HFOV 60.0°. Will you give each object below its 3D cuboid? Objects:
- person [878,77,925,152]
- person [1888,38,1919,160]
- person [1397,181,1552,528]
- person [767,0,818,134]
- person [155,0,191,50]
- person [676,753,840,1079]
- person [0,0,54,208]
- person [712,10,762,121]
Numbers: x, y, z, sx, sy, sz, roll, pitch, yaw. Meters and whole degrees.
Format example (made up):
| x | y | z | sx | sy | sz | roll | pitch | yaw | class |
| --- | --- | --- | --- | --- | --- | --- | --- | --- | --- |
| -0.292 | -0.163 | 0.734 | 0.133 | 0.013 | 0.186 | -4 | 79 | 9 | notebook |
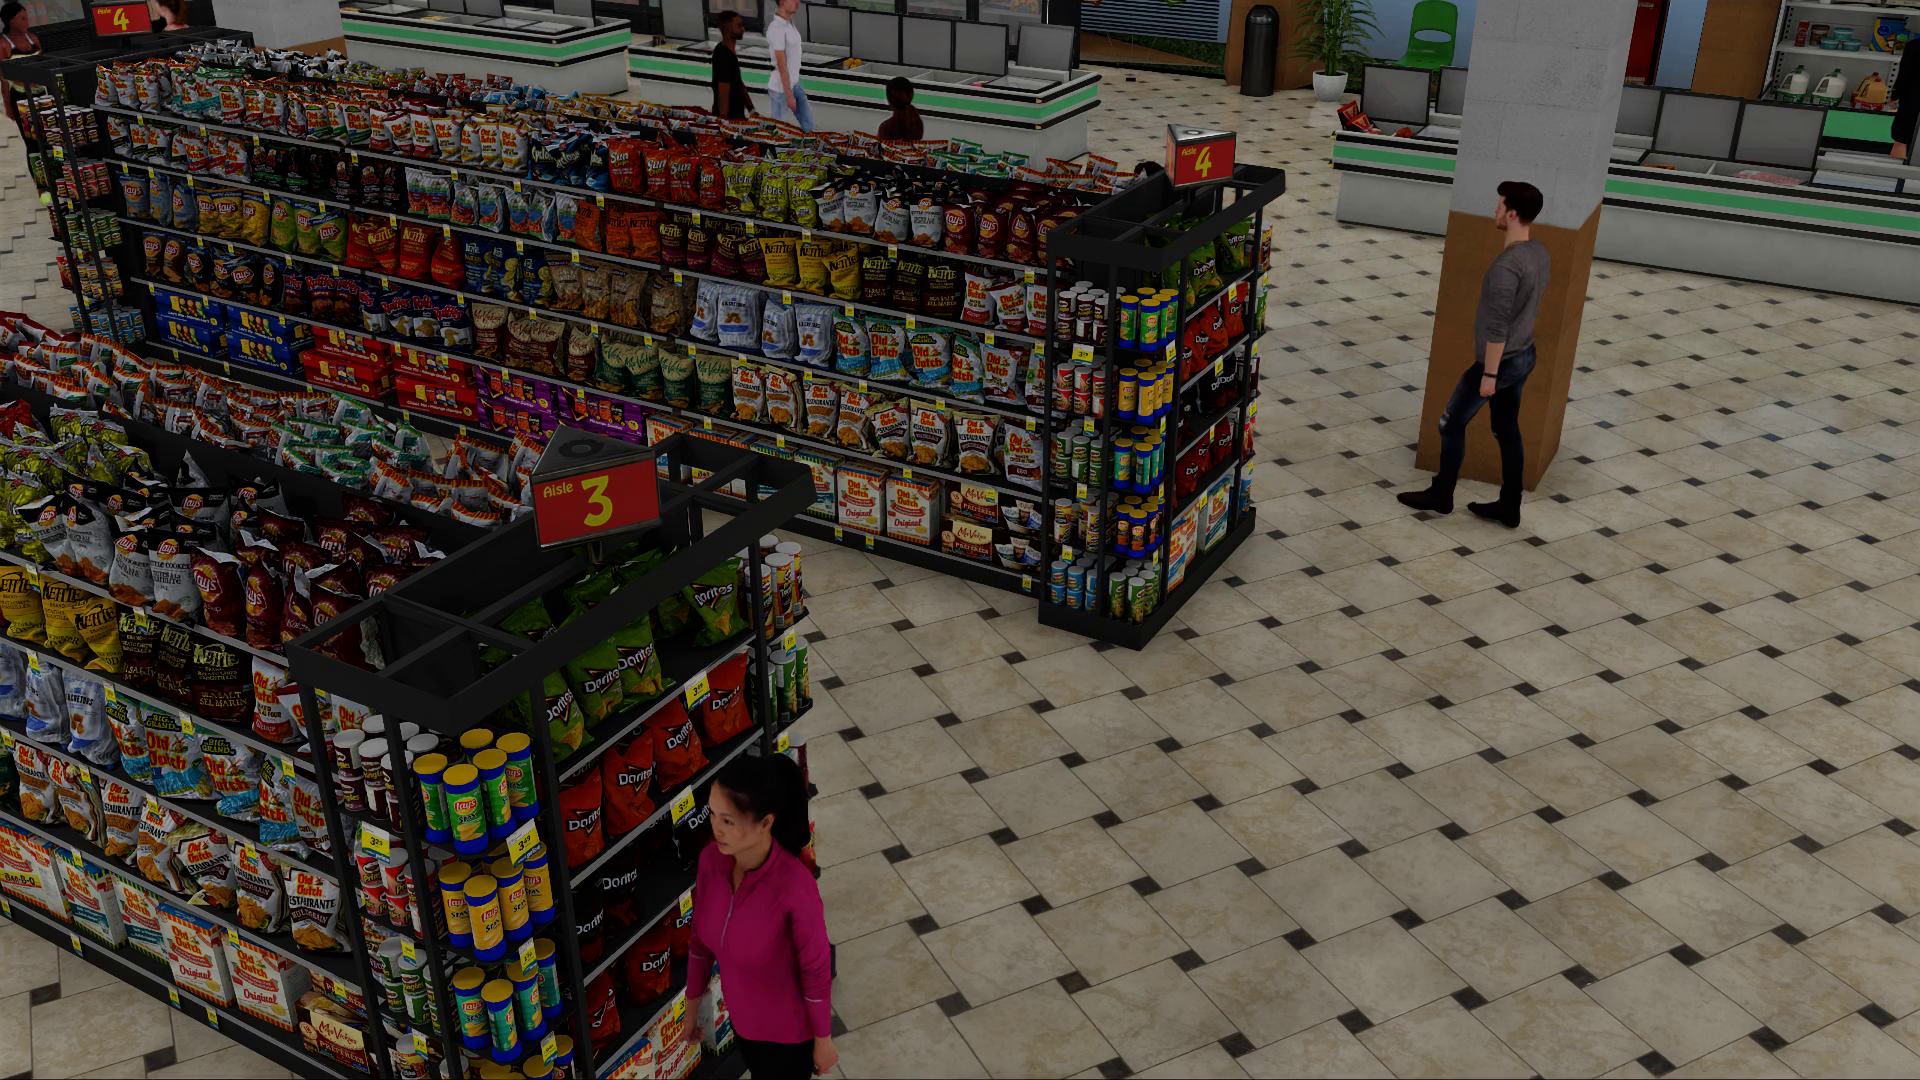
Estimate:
| x | y | z | sx | sy | sz | roll | pitch | yaw | class |
| --- | --- | --- | --- | --- | --- | --- | --- | --- | --- |
| -0.419 | -2.497 | 12.081 | 0.631 | 1.723 | 0.658 | -19 | 33 | -33 | person |
| 8.649 | -3.950 | 15.006 | 0.746 | 1.671 | 0.864 | 0 | 27 | 1 | person |
| 2.943 | -0.919 | 8.793 | 0.938 | 1.883 | 0.800 | 20 | 33 | 35 | person |
| -1.670 | -4.072 | 15.062 | 0.747 | 1.836 | 0.730 | 7 | 28 | 13 | person |
| -6.999 | -4.114 | 15.266 | 0.945 | 1.727 | 0.653 | 11 | 29 | 20 | person |
| -0.459 | 1.293 | 4.655 | 0.736 | 1.682 | 0.729 | 21 | 34 | 36 | person |
| -8.291 | -3.886 | 14.795 | 0.843 | 1.746 | 0.633 | 20 | 33 | 33 | person |
| -2.056 | -3.536 | 14.091 | 1.202 | 1.760 | 1.141 | -8 | 28 | -14 | person |
